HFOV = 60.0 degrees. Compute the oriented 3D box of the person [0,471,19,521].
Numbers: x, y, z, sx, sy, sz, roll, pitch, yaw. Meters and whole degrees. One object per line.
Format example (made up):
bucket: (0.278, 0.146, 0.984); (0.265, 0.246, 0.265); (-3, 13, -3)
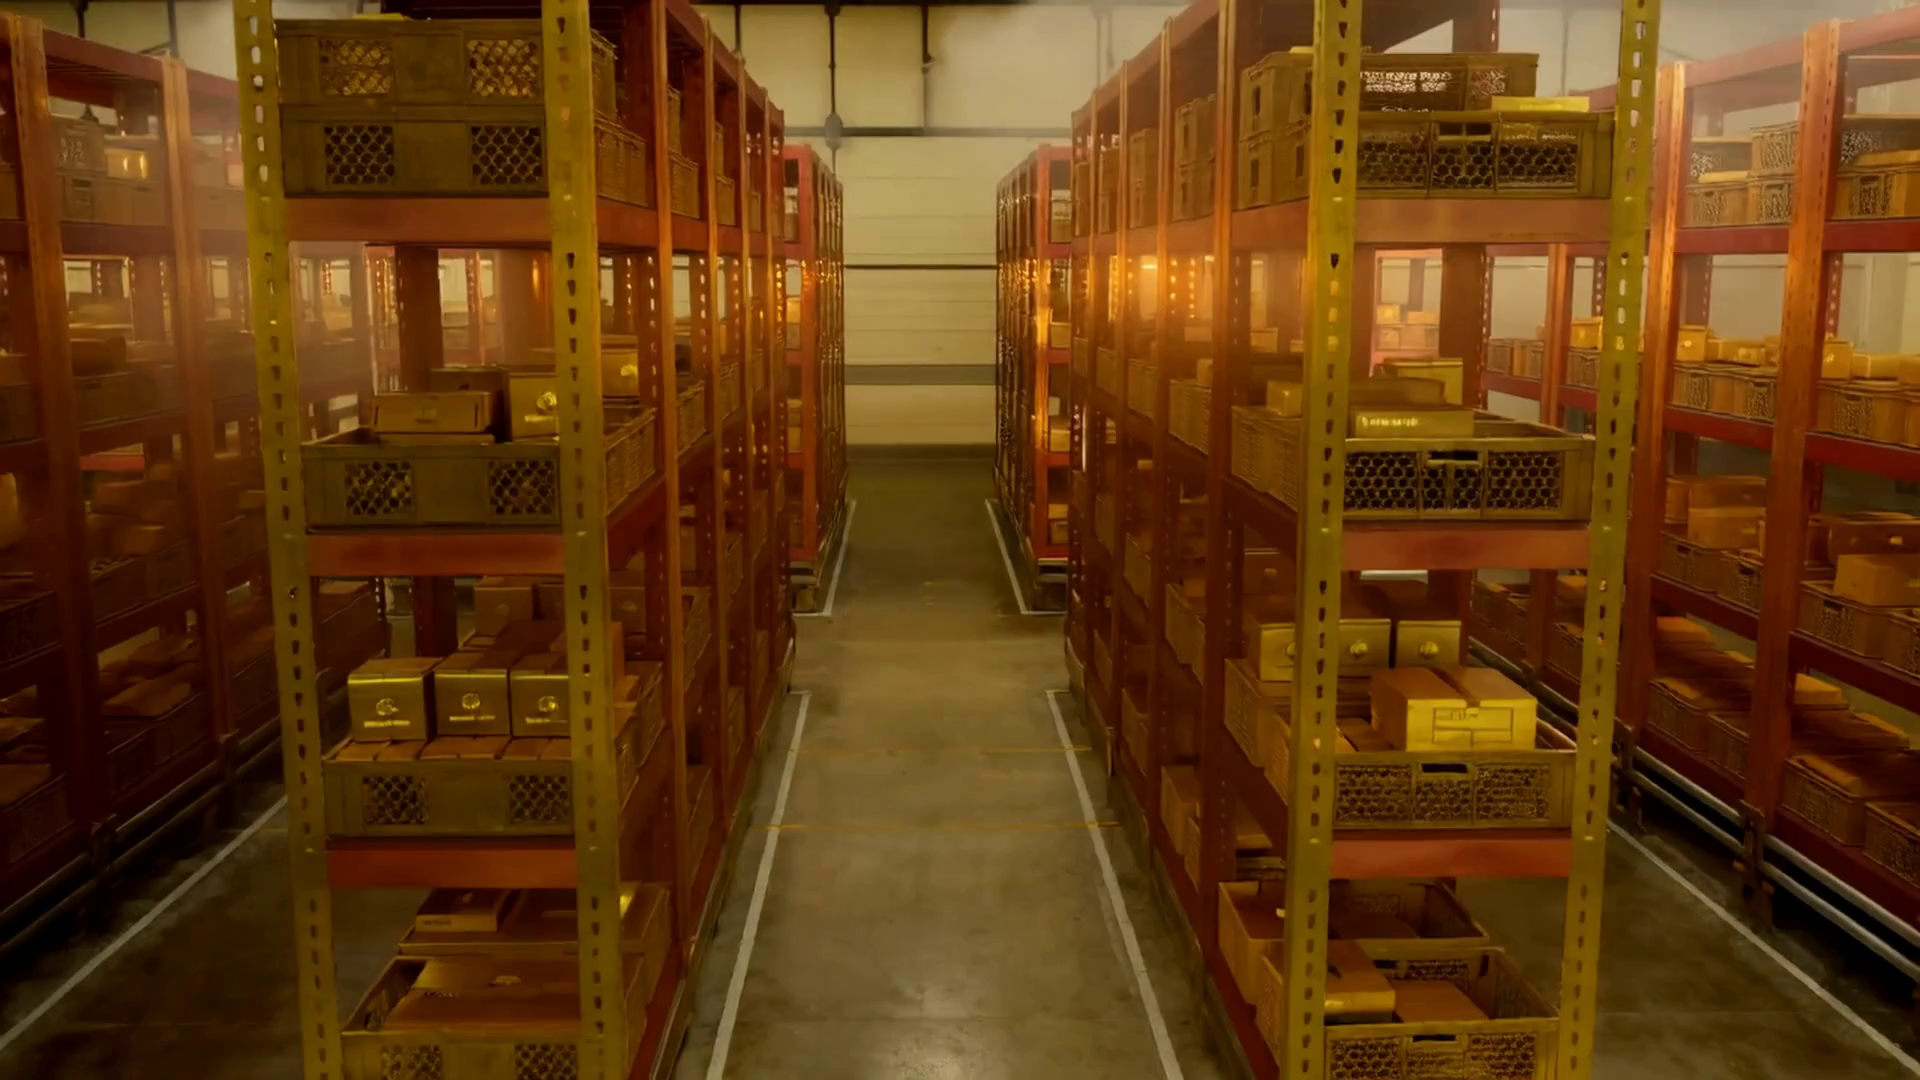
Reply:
person: (-6.923, -0.196, 12.089); (0.747, 1.803, 0.614); (-1, 9, -9)
